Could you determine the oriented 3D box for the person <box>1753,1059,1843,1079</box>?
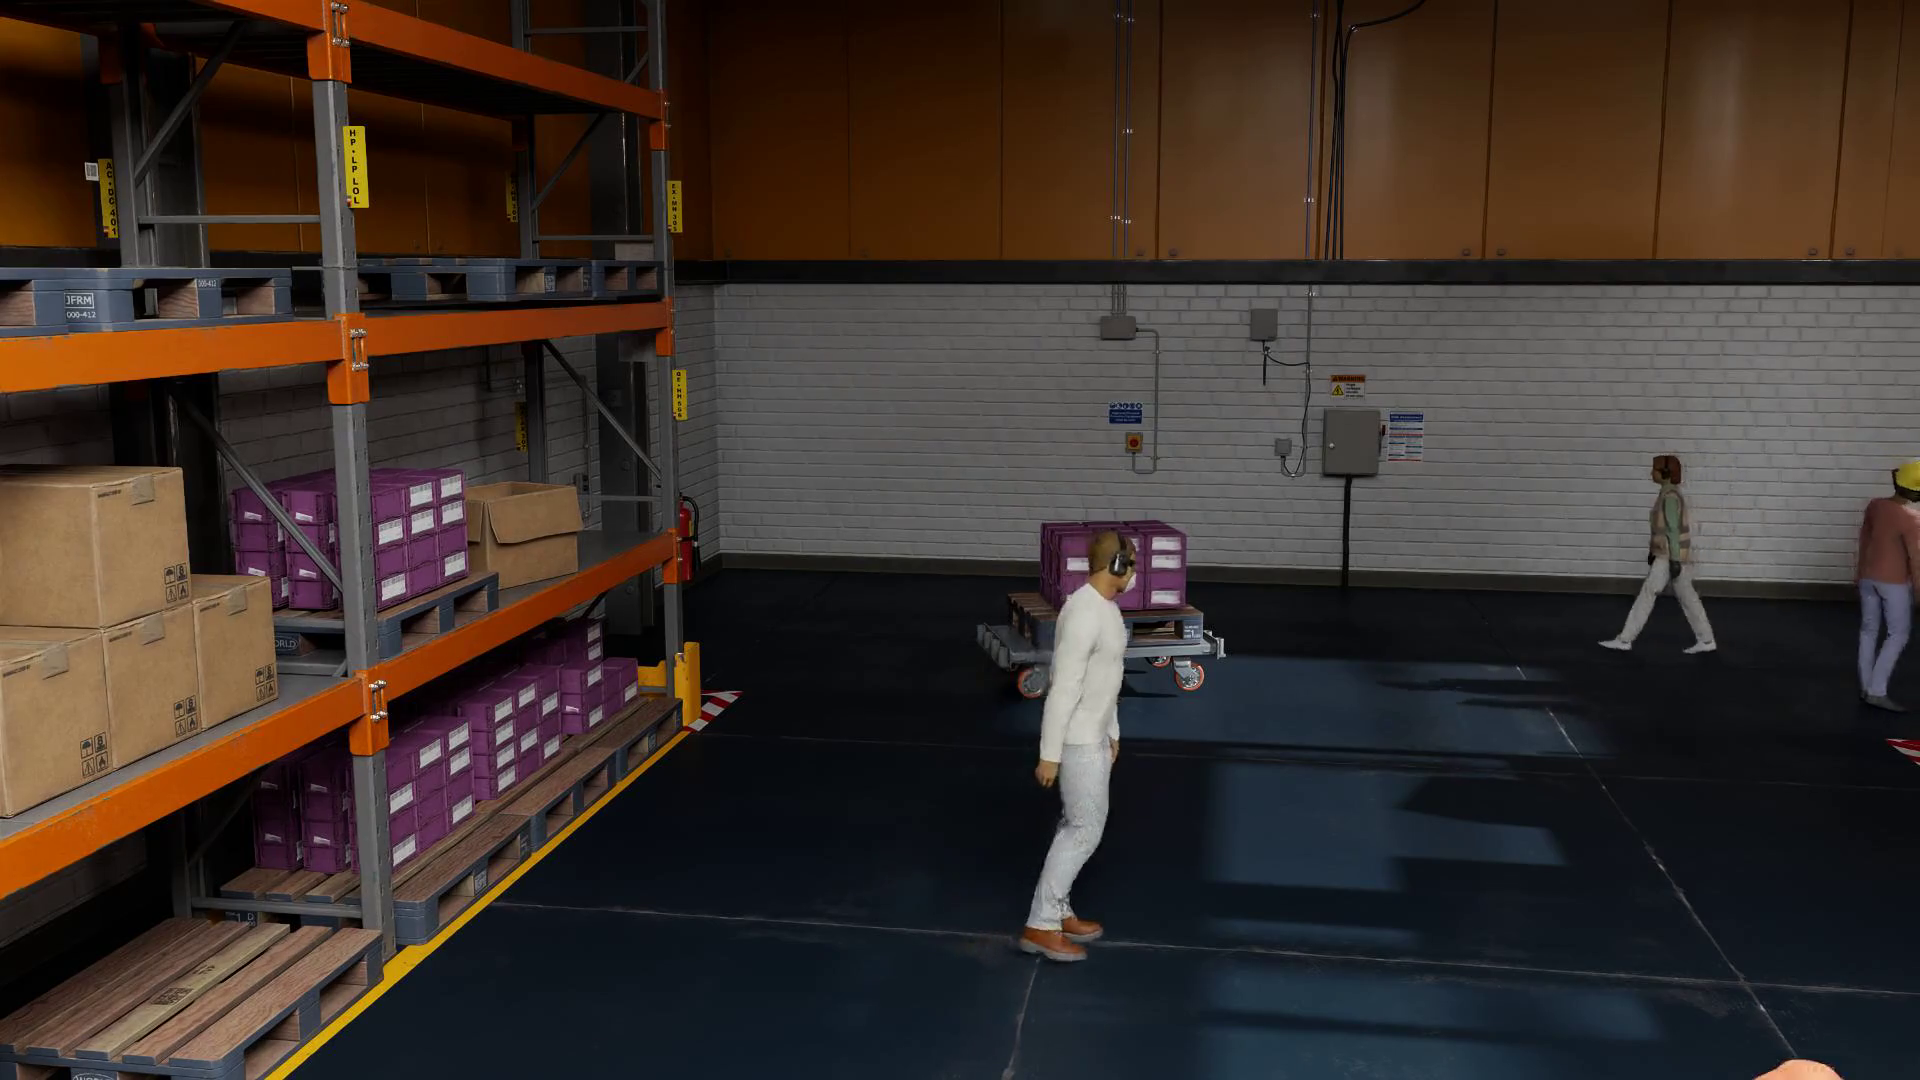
[{"bbox_3d":[1.192,1.692,2.467,0.560,1.912,0.716,2,10,15],"label":"person"}]

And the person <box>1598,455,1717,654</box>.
[{"bbox_3d":[5.592,0.121,13.133,0.875,1.589,0.534,4,10,24],"label":"person"}]

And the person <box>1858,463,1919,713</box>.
[{"bbox_3d":[6.428,0.315,11.521,0.417,1.733,0.629,-2,9,-11],"label":"person"}]

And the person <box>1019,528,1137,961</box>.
[{"bbox_3d":[0.556,0.892,7.433,0.481,1.897,0.655,2,9,11],"label":"person"}]
